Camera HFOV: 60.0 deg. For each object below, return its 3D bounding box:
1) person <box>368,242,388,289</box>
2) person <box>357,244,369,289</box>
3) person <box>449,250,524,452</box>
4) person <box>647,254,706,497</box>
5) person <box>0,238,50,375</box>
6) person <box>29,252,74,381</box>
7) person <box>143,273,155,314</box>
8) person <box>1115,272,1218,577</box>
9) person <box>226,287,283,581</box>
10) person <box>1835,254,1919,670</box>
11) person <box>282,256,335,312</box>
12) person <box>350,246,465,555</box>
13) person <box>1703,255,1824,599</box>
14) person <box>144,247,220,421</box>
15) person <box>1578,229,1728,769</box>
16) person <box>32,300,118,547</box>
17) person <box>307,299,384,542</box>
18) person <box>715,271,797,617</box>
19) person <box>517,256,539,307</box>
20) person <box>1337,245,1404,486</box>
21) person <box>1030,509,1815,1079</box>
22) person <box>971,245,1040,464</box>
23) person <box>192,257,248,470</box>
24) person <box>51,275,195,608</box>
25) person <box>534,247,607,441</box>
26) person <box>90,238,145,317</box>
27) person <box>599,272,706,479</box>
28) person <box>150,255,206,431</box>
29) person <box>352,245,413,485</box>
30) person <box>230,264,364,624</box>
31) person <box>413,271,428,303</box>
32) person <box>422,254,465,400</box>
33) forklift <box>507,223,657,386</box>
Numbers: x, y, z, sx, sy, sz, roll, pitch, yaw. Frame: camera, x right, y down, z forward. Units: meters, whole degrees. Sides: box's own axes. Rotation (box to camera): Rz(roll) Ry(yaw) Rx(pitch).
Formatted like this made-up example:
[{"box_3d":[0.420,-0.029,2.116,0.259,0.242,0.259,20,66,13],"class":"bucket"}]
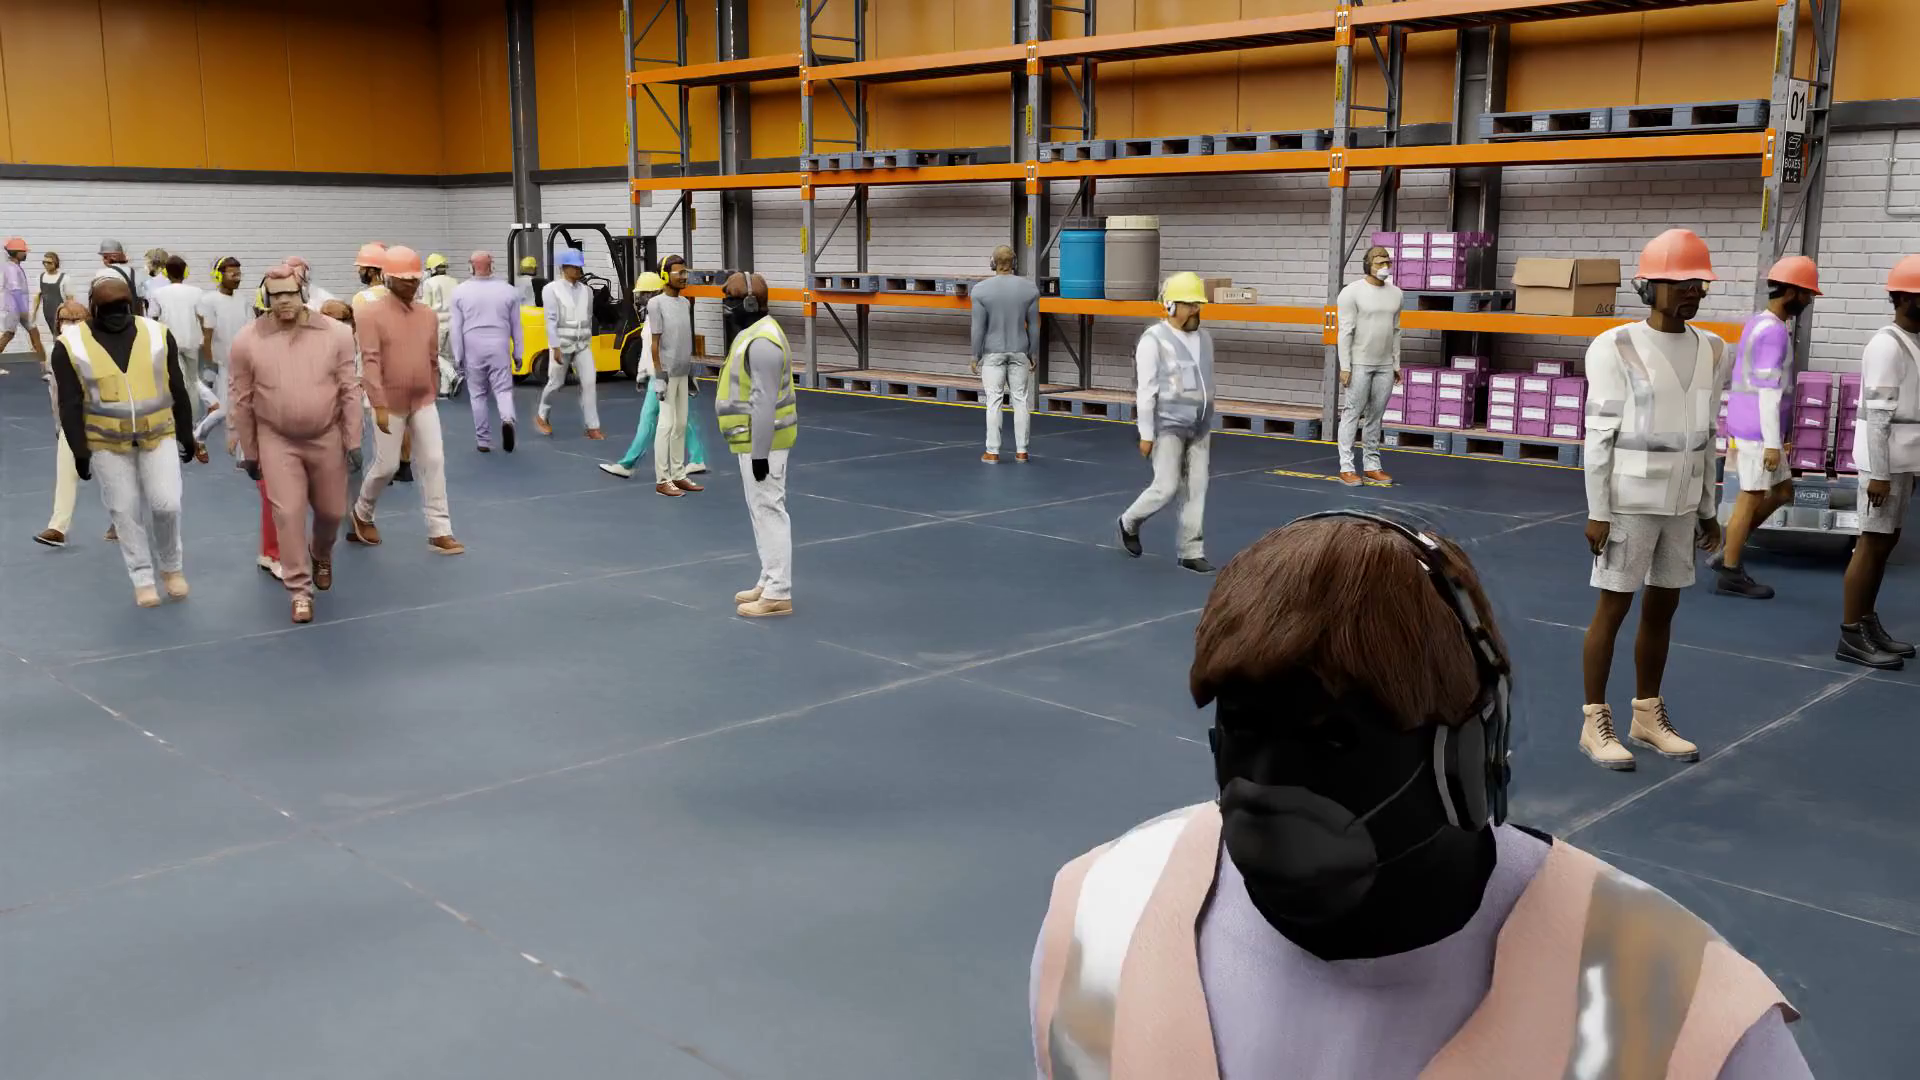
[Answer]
[{"box_3d":[-7.327,-2.892,21.607,0.628,1.952,0.916,3,11,18],"class":"person"},{"box_3d":[-8.488,-3.375,24.366,0.586,1.893,0.603,-2,11,-12],"class":"person"},{"box_3d":[-4.358,-1.725,15.367,0.653,1.890,0.718,-4,11,-22],"class":"person"},{"box_3d":[-2.222,-1.283,12.997,0.328,1.877,0.511,4,11,23],"class":"person"},{"box_3d":[-13.692,-3.383,24.152,1.066,1.991,0.632,-4,11,-19],"class":"person"},{"box_3d":[-12.704,-3.146,23.395,0.530,1.800,0.980,2,11,9],"class":"person"},{"box_3d":[-12.415,-3.520,25.805,0.887,1.651,0.536,9,14,40],"class":"person"},{"box_3d":[1.274,-0.700,9.995,0.595,1.812,0.650,-8,13,-37],"class":"person"},{"box_3d":[-3.996,-0.635,9.813,0.710,1.735,0.539,8,13,38],"class":"person"},{"box_3d":[4.414,-0.367,7.825,0.369,1.935,0.552,9,14,41],"class":"person"},{"box_3d":[-5.430,-1.437,13.888,0.646,1.863,0.918,0,10,-1],"class":"person"},{"box_3d":[-3.592,-0.891,10.641,0.859,1.962,0.612,9,14,40],"class":"person"},{"box_3d":[4.454,-0.603,9.182,0.454,1.908,0.591,4,11,20],"class":"person"},{"box_3d":[-8.409,-2.174,17.800,0.950,1.907,0.638,-2,11,-13],"class":"person"},{"box_3d":[2.656,-0.147,6.342,0.605,2.044,0.374,-4,11,-19],"class":"person"},{"box_3d":[-5.717,-0.744,10.789,0.526,1.589,0.817,1,10,5],"class":"person"},{"box_3d":[-4.131,-0.761,10.876,0.549,1.617,0.500,2,11,9],"class":"person"},{"box_3d":[-1.090,-0.512,8.918,0.431,1.834,0.626,-2,11,-11],"class":"person"},{"box_3d":[-6.526,-3.398,24.968,0.835,1.710,0.473,-8,13,-36],"class":"person"},{"box_3d":[3.333,-1.408,13.500,0.627,1.941,0.370,-5,12,-25],"class":"person"},{"box_3d":[0.317,0.872,1.354,0.645,1.832,0.496,7,13,34],"class":"person"},{"box_3d":[0.395,-1.635,14.755,0.627,1.934,0.372,-2,11,-11],"class":"person"},{"box_3d":[-6.346,-1.511,14.328,0.719,1.843,0.540,4,11,22],"class":"person"},{"box_3d":[-4.501,-0.519,9.007,0.660,1.812,0.460,-7,12,-33],"class":"person"},{"box_3d":[-3.926,-1.952,16.578,0.597,1.917,0.962,-10,14,-43],"class":"person"},{"box_3d":[-10.197,-2.678,20.149,1.011,2.000,0.678,1,10,7],"class":"person"},{"box_3d":[-2.563,-1.365,13.870,0.935,1.712,0.550,-4,11,-21],"class":"person"},{"box_3d":[-7.788,-1.918,16.611,0.548,1.815,0.965,-5,12,-28],"class":"person"},{"box_3d":[-4.704,-1.412,13.516,0.348,1.942,0.546,5,12,25],"class":"person"},{"box_3d":[-3.552,-0.542,8.952,0.634,1.877,0.805,-5,12,-26],"class":"person"},{"box_3d":[-7.798,-3.202,23.586,0.579,1.831,0.986,-2,11,-11],"class":"person"},{"box_3d":[-6.285,-2.591,20.345,0.647,1.799,0.630,6,12,31],"class":"person"},{"box_3d":[-5.316,-3.263,22.920,2.313,2.155,1.214,-10,14,-44],"class":"forklift"}]
